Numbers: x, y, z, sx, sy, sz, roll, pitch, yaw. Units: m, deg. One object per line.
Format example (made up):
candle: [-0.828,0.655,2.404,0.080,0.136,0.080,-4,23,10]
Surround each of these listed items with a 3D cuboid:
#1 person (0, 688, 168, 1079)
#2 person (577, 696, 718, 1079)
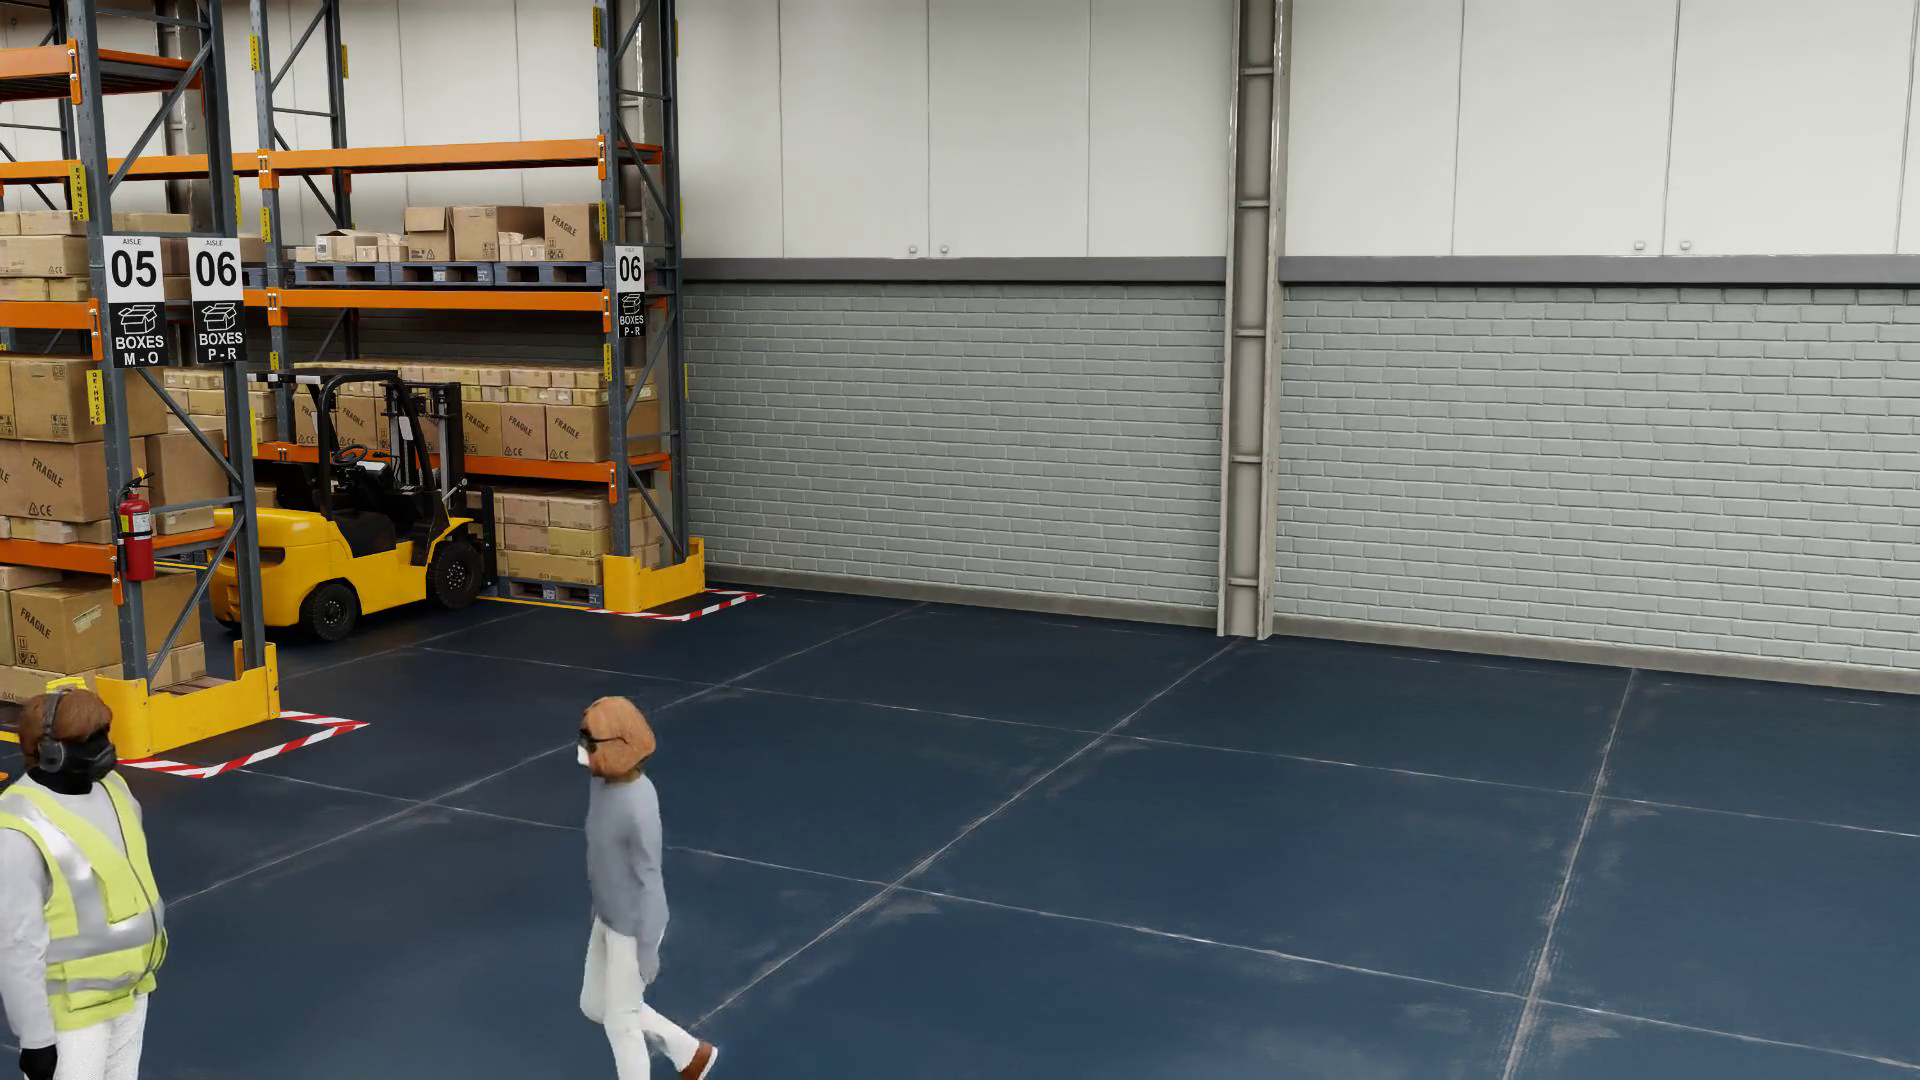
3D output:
person: [-2.552,1.333,4.869,0.429,1.841,0.639,0,9,0]
person: [-1.097,1.307,5.692,0.456,1.617,0.516,-5,10,-27]
